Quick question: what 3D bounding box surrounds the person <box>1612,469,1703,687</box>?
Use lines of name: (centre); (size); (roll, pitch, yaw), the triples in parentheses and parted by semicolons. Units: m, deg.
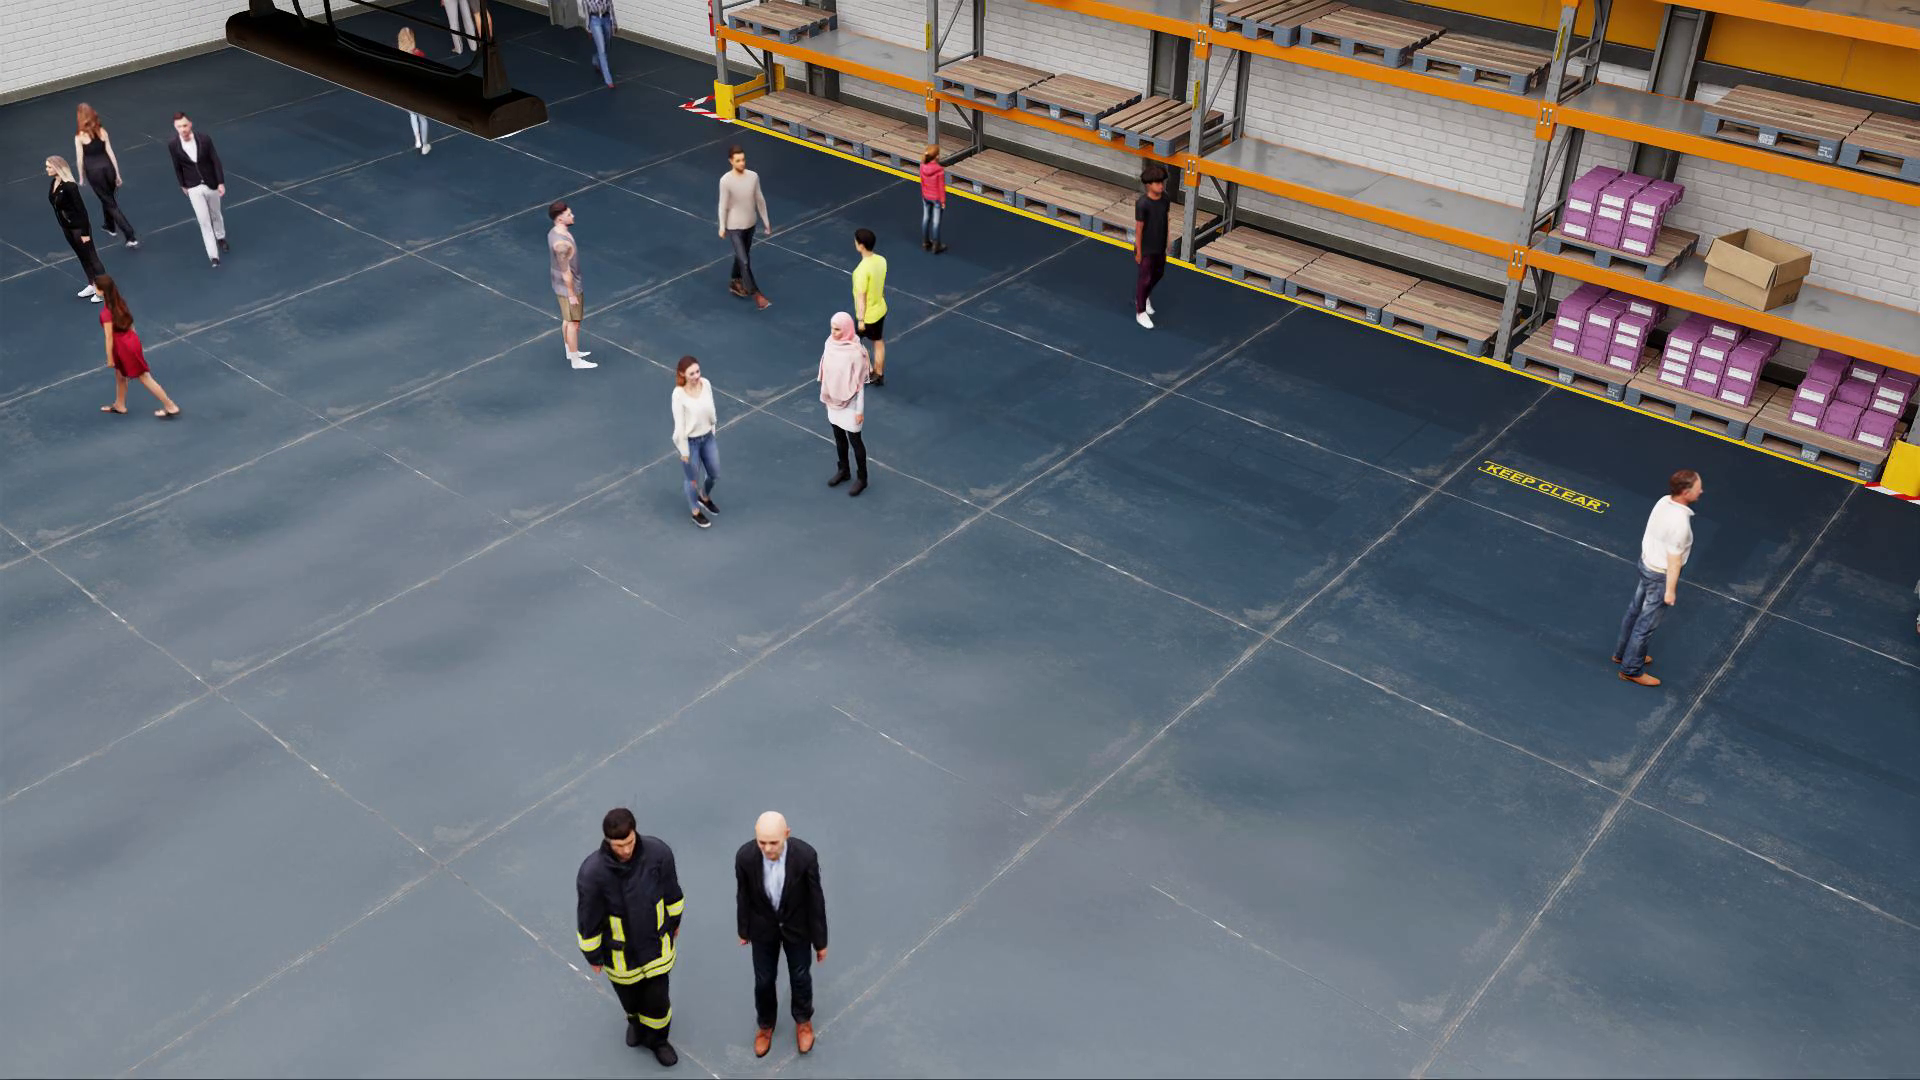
person: (5.366, 0.255, 12.824); (0.763, 1.856, 0.751); (4, 34, 6)

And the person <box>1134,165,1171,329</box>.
person: (2.079, -3.269, 18.169); (0.696, 1.809, 0.790); (-25, 41, -32)

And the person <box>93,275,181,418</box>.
person: (-8.117, -1.860, 16.319); (1.077, 1.511, 0.964); (1, 34, 1)

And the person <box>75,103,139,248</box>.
person: (-10.188, -4.303, 19.817); (1.152, 1.707, 0.640); (21, 39, 29)

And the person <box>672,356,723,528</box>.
person: (-2.388, -0.891, 14.704); (0.647, 1.683, 0.597); (-27, 42, -34)

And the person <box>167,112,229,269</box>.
person: (-8.873, -4.157, 19.528); (1.030, 1.783, 1.328); (-14, 36, -20)

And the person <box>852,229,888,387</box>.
person: (-0.847, -2.319, 16.839); (0.659, 1.699, 0.693); (18, 38, 25)

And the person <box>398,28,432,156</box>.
person: (-7.351, -6.015, 22.406); (0.726, 1.693, 0.786); (-3, 34, -5)

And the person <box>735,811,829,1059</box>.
person: (-1.037, 2.264, 9.858); (0.804, 1.794, 0.880); (0, 34, -1)

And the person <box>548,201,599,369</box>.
person: (-4.075, -2.652, 17.307); (0.785, 1.844, 0.648); (-13, 36, -18)

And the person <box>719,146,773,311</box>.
person: (-2.470, -3.509, 18.524); (0.848, 1.816, 1.218); (-23, 40, -31)

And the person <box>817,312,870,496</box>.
person: (-1.039, -1.258, 15.151); (0.490, 1.800, 0.662); (25, 41, 32)

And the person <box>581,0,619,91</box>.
person: (-5.400, -7.676, 24.839); (0.762, 1.765, 1.129); (-24, 40, -31)

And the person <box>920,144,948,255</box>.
person: (-0.329, -4.068, 19.816); (0.435, 1.315, 0.569); (23, 40, 31)

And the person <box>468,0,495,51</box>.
person: (-7.654, -8.685, 26.288); (0.583, 1.841, 0.628); (19, 38, 26)

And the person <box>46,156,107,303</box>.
person: (-9.877, -3.493, 18.618); (0.483, 1.685, 0.684); (22, 39, 29)

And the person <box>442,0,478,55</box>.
person: (-7.946, -8.580, 26.224); (0.674, 1.737, 0.621); (-23, 40, -30)

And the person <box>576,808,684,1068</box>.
person: (-1.917, 2.269, 9.737); (0.937, 1.920, 0.939); (-14, 36, -19)
